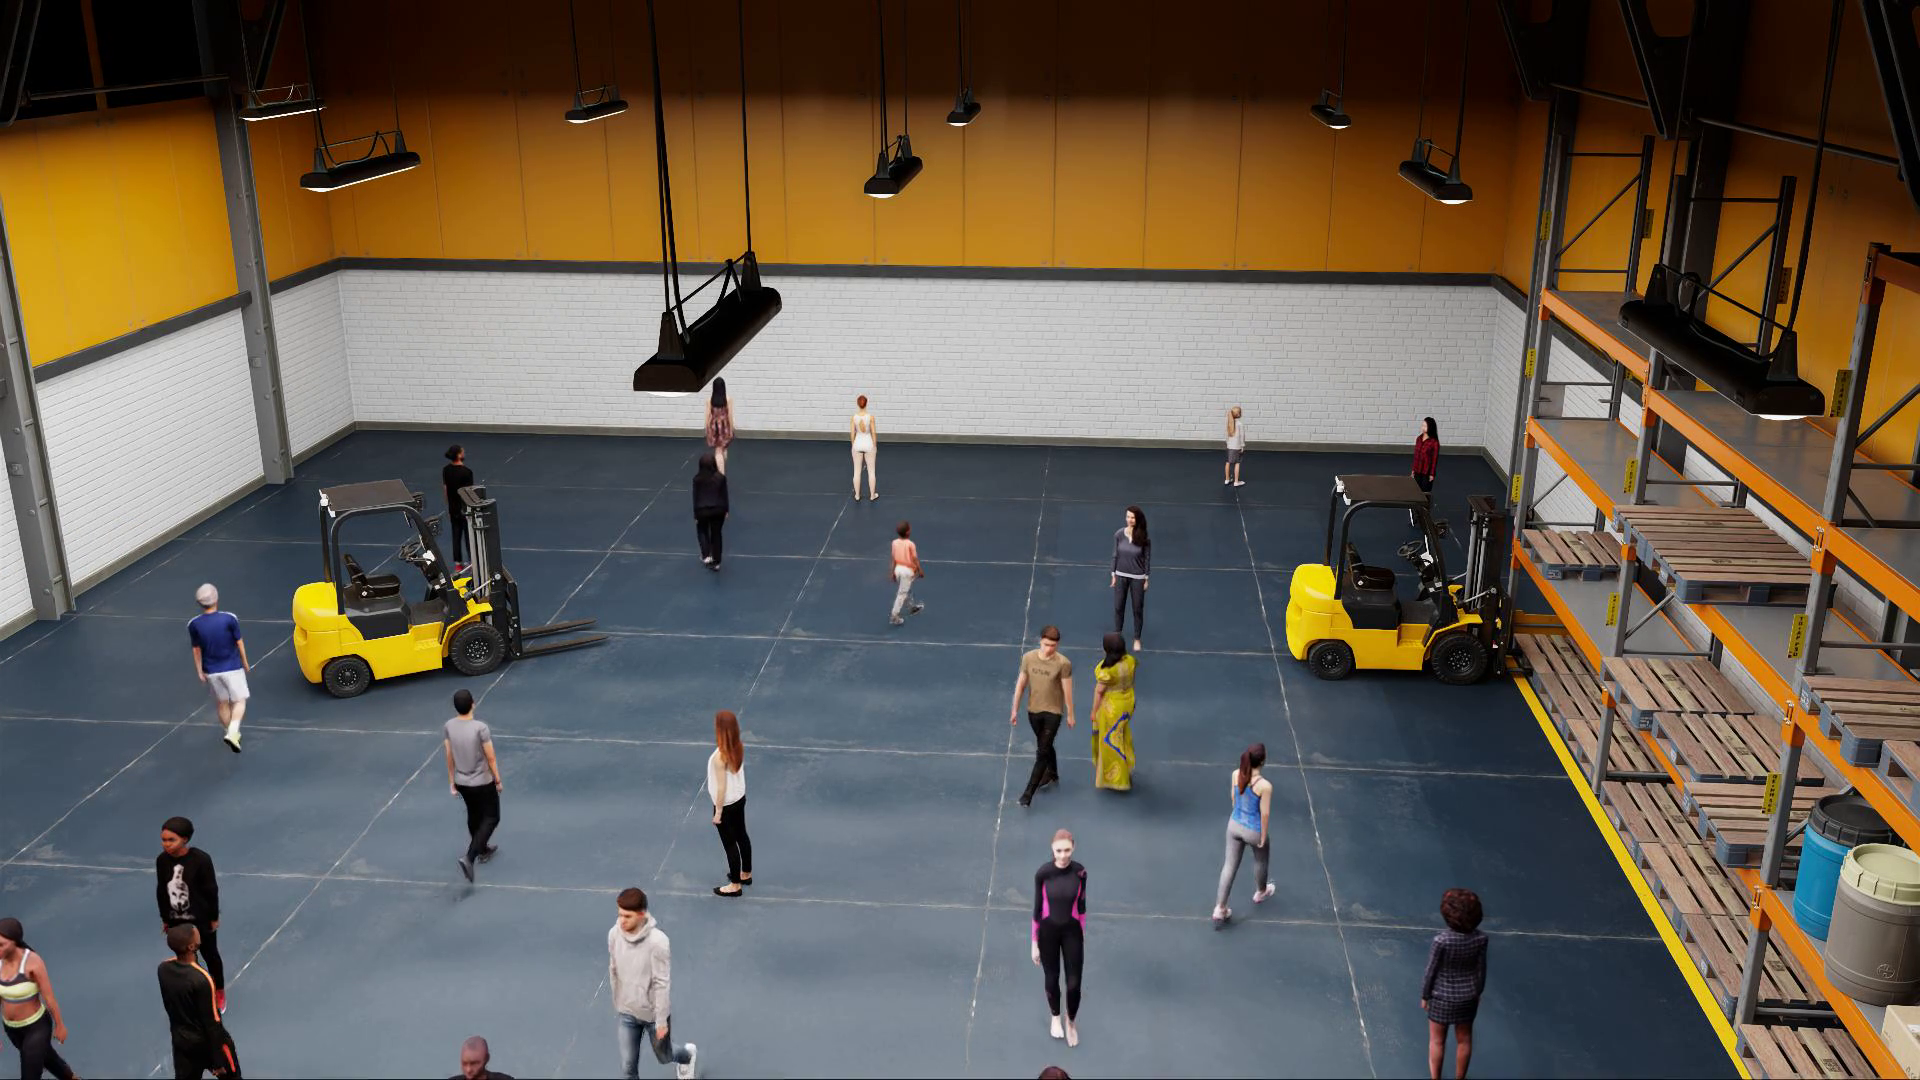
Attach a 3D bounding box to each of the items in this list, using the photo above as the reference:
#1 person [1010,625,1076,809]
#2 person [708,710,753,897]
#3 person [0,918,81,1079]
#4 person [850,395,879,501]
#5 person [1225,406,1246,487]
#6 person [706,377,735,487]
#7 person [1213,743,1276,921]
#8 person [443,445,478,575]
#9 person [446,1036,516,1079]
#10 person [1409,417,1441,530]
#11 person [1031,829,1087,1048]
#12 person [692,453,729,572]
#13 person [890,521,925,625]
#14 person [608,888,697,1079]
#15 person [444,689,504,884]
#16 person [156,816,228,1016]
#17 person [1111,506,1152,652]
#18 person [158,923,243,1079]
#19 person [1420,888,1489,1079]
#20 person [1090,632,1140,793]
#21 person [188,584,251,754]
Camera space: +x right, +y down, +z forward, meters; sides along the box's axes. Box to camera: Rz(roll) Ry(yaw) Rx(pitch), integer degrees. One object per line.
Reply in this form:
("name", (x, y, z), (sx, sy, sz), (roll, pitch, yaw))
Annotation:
("person", (0.873, 1.653, 16.145), (1.074, 1.794, 1.313), (12, 22, 31))
("person", (-1.988, 2.270, 14.426), (0.686, 1.721, 0.531), (7, 20, 19))
("person", (-6.288, 3.316, 11.353), (0.656, 1.700, 1.180), (3, 19, 10))
("person", (-1.476, -1.419, 25.501), (0.548, 1.644, 0.465), (2, 19, 5))
("person", (4.349, -1.500, 26.317), (0.656, 1.276, 0.601), (-17, 25, -42))
("person", (-3.756, -1.645, 26.045), (0.905, 1.724, 1.260), (-5, 19, -15))
("person", (2.377, 2.481, 14.026), (0.940, 1.576, 1.112), (15, 24, 37))
("person", (-6.694, -0.418, 22.353), (0.677, 1.756, 0.630), (7, 20, 19))
("person", (-2.841, 3.721, 10.082), (0.736, 1.742, 1.027), (-1, 19, -3))
("person", (6.782, -0.993, 24.224), (0.718, 1.652, 0.626), (-11, 21, -29))
("person", (0.735, 2.925, 12.465), (0.575, 1.731, 0.654), (0, 19, 1))
("person", (-3.348, -0.352, 22.399), (0.781, 1.602, 0.818), (-6, 20, -18))
("person", (-0.718, 0.428, 20.584), (0.801, 1.281, 0.945), (15, 24, 37))
("person", (-2.117, 3.200, 11.493), (0.872, 1.830, 1.204), (7, 20, 20))
("person", (-4.322, 2.170, 14.701), (0.774, 1.735, 1.051), (6, 19, 16))
("person", (-5.879, 2.868, 12.723), (0.613, 1.674, 0.534), (0, 19, -1))
("person", (2.030, 0.439, 19.791), (0.654, 1.767, 0.597), (6, 19, 17))
("person", (-5.121, 3.390, 11.018), (0.794, 1.773, 1.216), (5, 19, 15))
("person", (3.471, 3.214, 11.658), (0.654, 1.699, 0.601), (-2, 19, -6))
("person", (1.580, 1.696, 16.252), (0.995, 1.642, 1.050), (-16, 25, -40))
("person", (-7.547, 1.355, 16.995), (0.823, 1.815, 1.030), (-4, 19, -11))
